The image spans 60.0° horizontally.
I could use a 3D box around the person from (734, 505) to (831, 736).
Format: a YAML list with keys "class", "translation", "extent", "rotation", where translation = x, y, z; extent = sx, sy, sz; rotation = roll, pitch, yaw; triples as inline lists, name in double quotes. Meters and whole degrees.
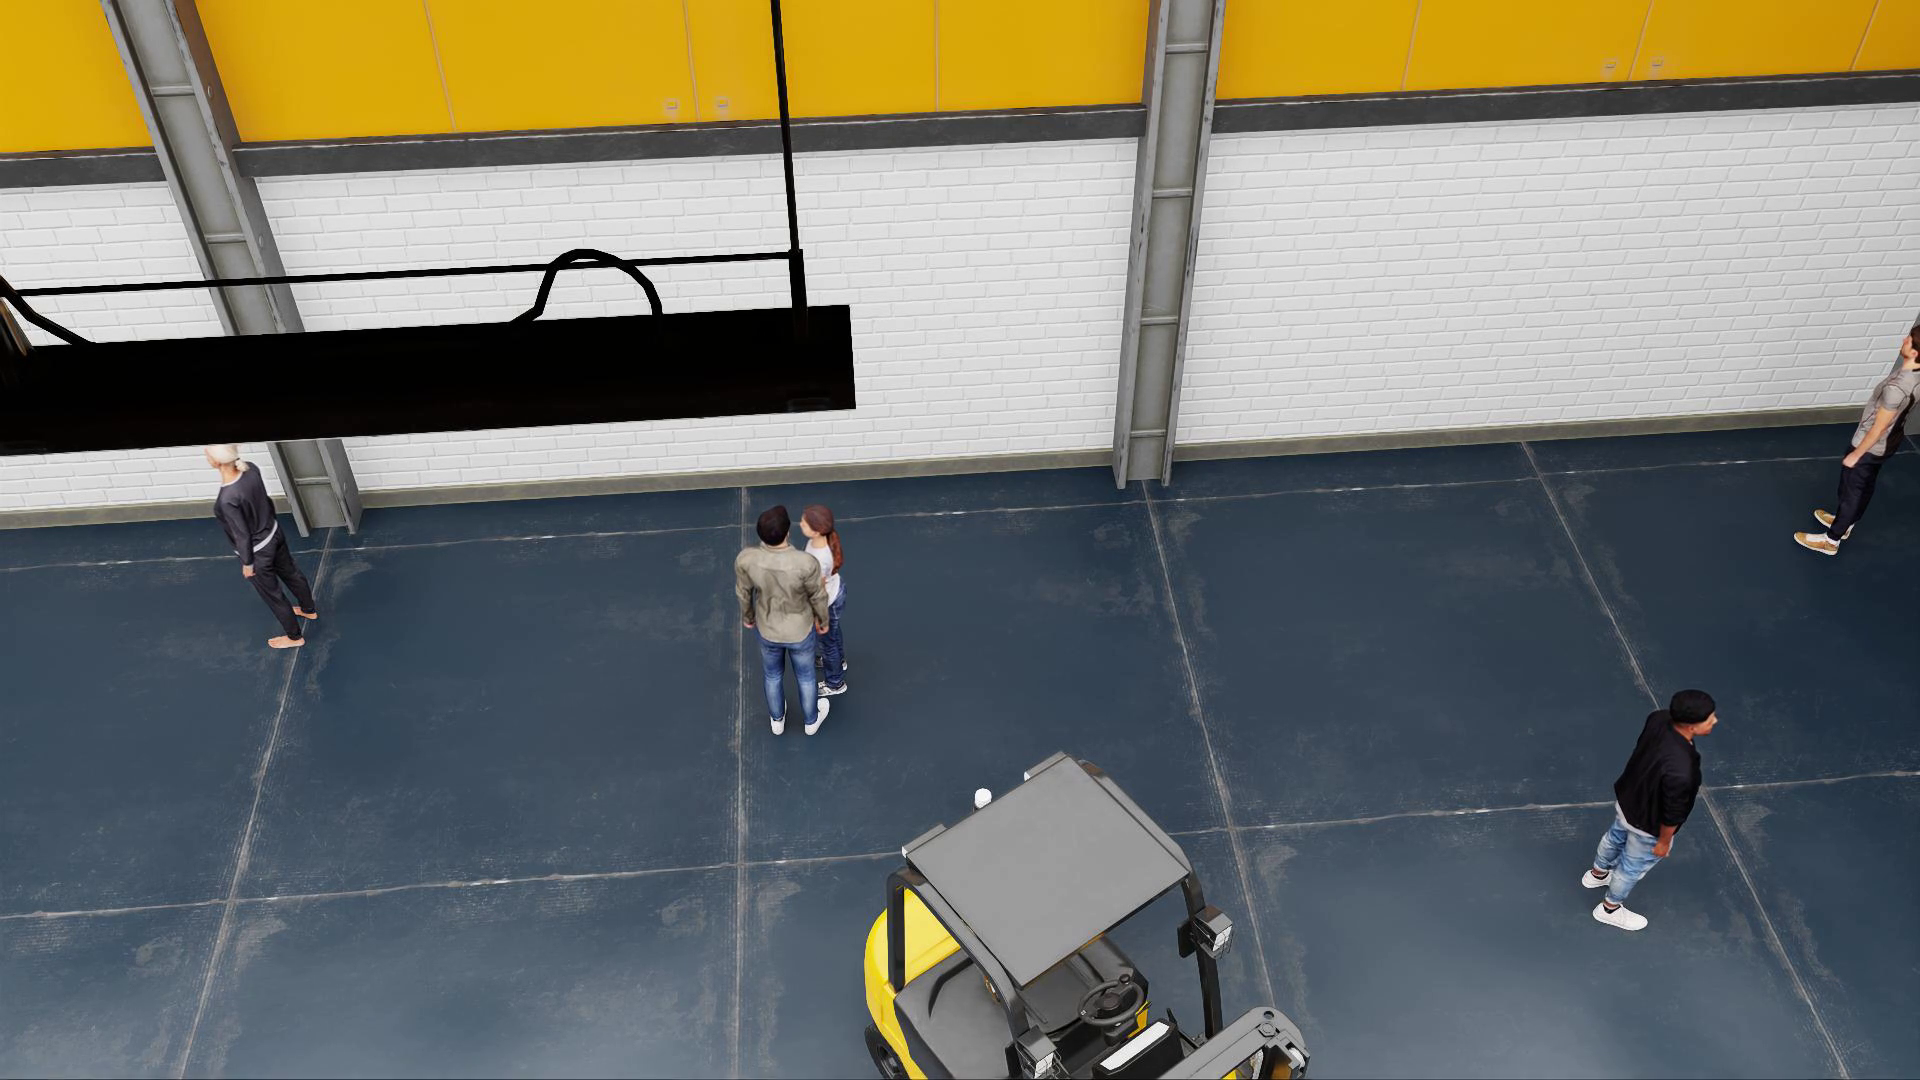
- class: "person"
  translation: [-1.076, 0.520, 10.167]
  extent: [0.573, 1.865, 0.802]
  rotation: [3, 44, 3]

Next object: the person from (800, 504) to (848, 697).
- class: "person"
  translation: [-0.861, 0.359, 10.554]
  extent: [0.546, 1.563, 0.554]
  rotation: [1, 44, 1]

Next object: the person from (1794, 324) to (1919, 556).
- class: "person"
  translation: [6.290, -0.688, 11.412]
  extent: [0.707, 1.896, 0.795]
  rotation: [-32, 52, -29]

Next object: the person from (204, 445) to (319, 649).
- class: "person"
  translation: [-4.559, -0.001, 10.815]
  extent: [0.583, 1.726, 0.656]
  rotation: [5, 44, 5]

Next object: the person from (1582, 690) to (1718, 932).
- class: "person"
  translation: [3.814, 1.465, 9.212]
  extent: [0.633, 1.814, 0.717]
  rotation: [2, 44, 2]
